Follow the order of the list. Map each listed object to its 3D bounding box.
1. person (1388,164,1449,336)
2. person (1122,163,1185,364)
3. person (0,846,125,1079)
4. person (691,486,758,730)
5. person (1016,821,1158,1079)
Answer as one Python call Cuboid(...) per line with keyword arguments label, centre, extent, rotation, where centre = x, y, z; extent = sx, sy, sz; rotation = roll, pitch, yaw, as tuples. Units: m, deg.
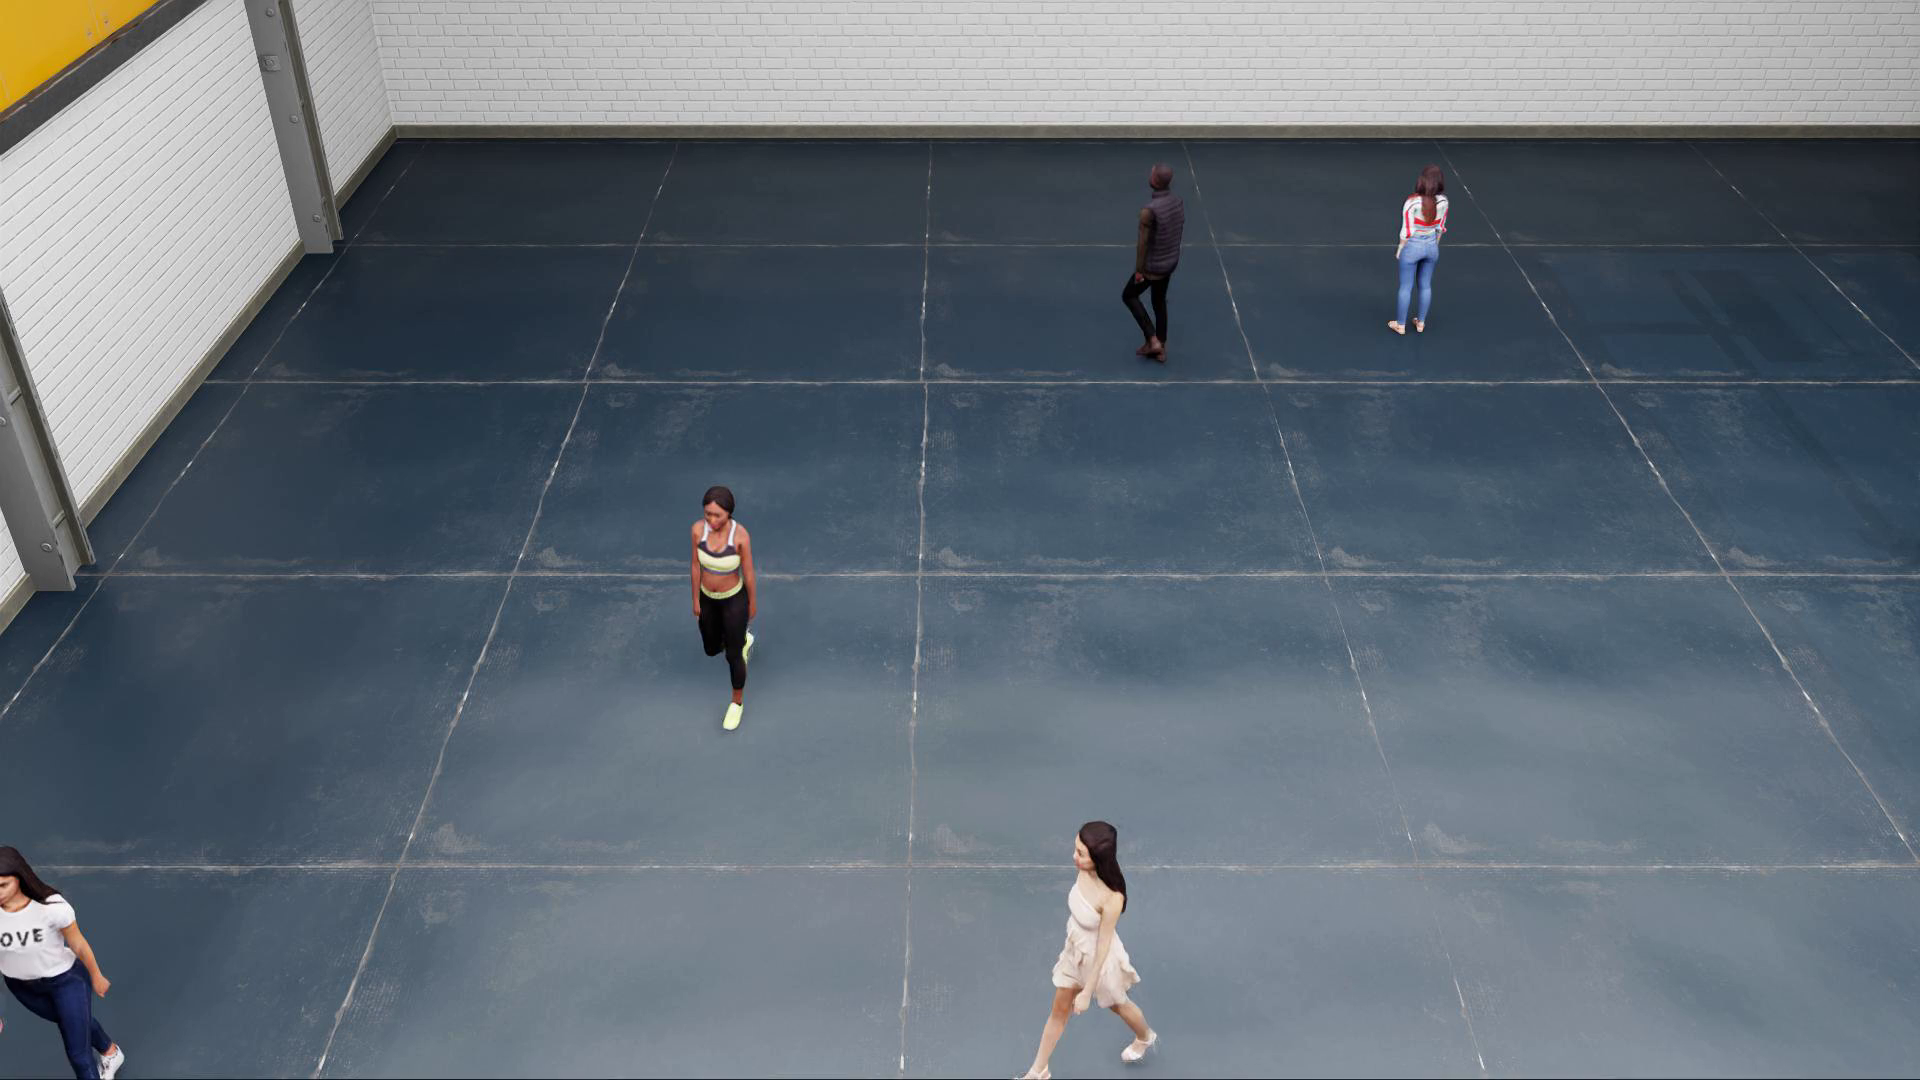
Cuboid(label="person", centre=(4.205, -2.659, 15.198), extent=(0.625, 1.614, 0.575), rotation=(-6, 34, -9))
Cuboid(label="person", centre=(1.783, -2.387, 14.599), extent=(0.835, 1.824, 0.893), rotation=(-28, 43, -36))
Cuboid(label="person", centre=(-4.316, 2.070, 7.969), extent=(0.606, 1.740, 0.998), rotation=(0, 34, 1))
Cuboid(label="person", centre=(-1.468, 0.351, 10.558), extent=(0.708, 1.737, 0.956), rotation=(8, 34, 12))
Cuboid(label="person", centre=(0.744, 2.044, 8.058), extent=(0.906, 1.686, 1.054), rotation=(-12, 36, -18))
